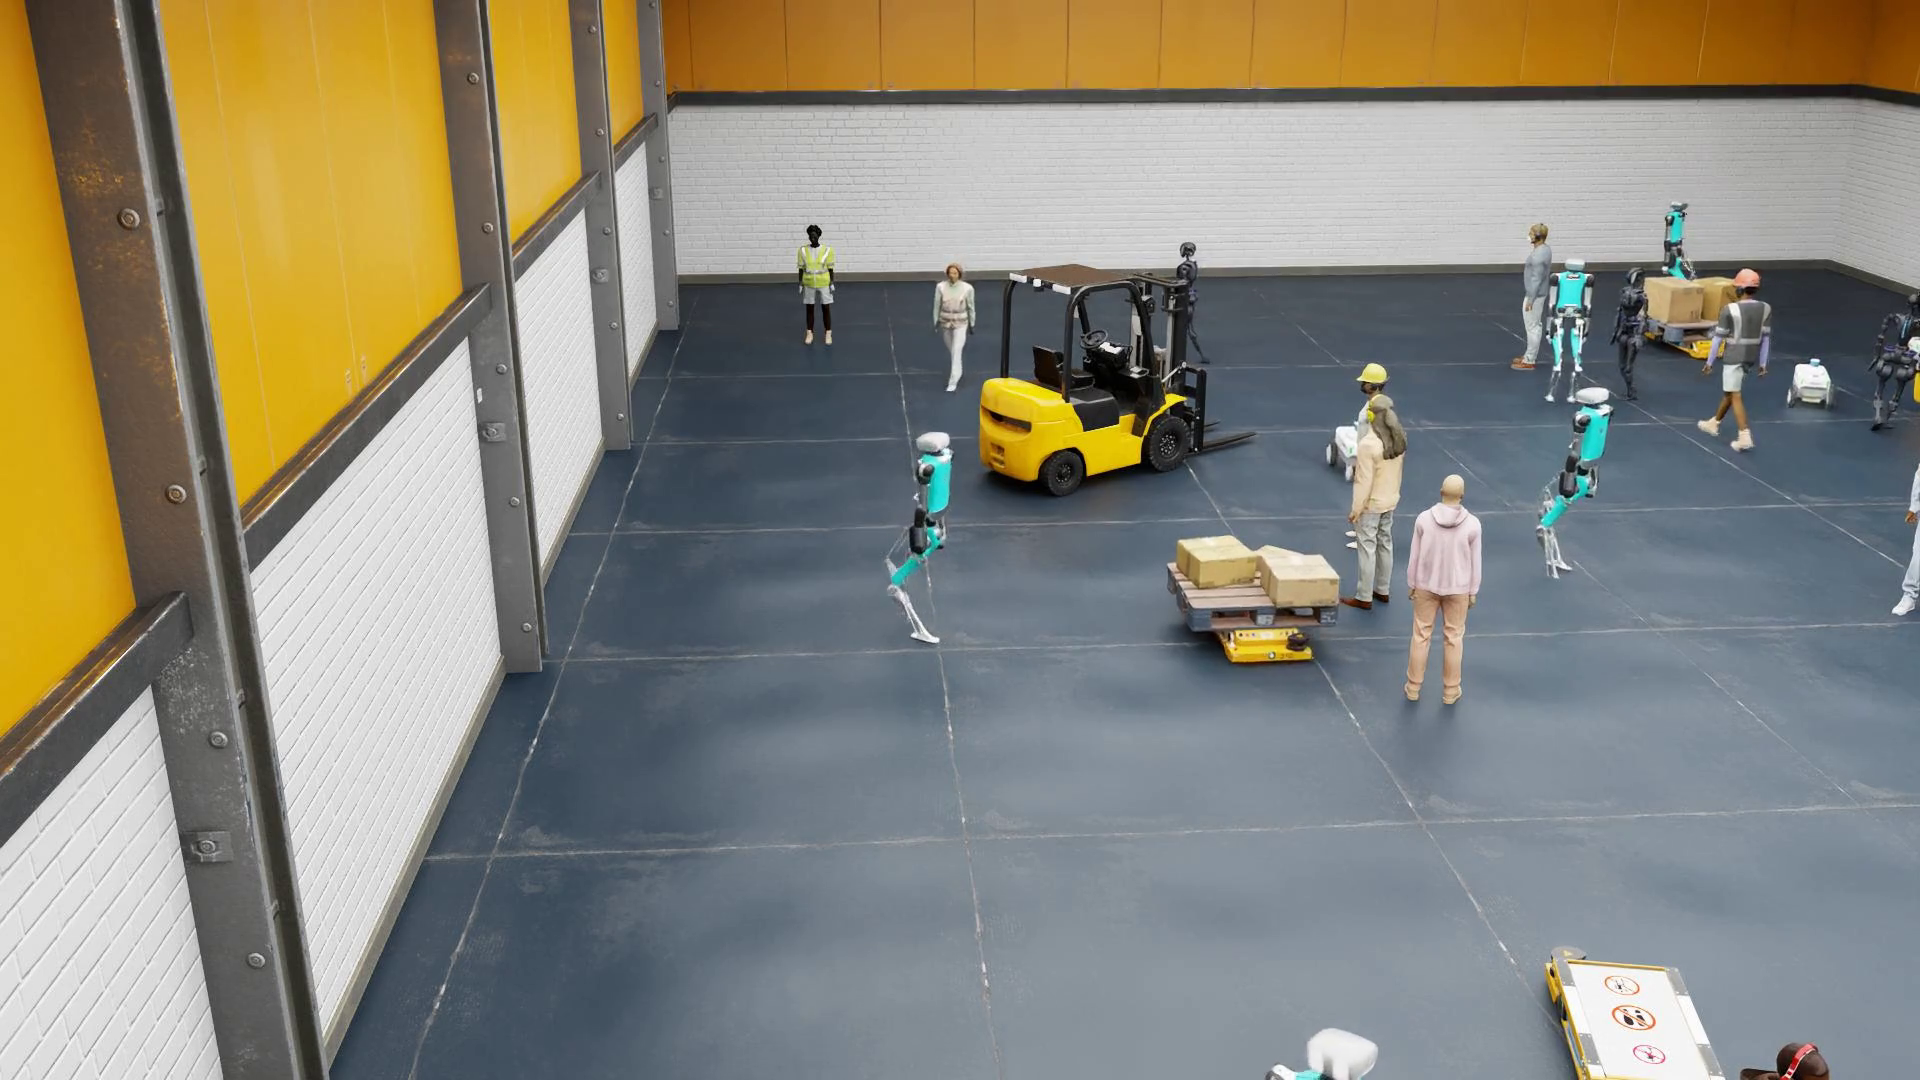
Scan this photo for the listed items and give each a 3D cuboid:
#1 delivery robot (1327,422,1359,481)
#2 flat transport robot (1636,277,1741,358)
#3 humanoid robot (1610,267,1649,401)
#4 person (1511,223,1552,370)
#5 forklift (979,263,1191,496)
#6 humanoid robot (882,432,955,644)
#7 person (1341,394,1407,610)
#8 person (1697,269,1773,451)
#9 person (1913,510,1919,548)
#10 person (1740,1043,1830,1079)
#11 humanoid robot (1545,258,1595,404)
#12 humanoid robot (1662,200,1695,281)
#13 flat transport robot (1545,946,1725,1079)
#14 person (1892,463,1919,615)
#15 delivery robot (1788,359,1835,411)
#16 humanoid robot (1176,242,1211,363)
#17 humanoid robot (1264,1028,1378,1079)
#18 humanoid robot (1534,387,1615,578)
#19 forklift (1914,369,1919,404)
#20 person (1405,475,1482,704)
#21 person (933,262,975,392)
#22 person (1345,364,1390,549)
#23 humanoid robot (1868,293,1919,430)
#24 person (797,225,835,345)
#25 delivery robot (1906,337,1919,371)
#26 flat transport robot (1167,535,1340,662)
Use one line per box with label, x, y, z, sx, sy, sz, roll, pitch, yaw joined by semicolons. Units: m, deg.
delivery robot;4.260;-0.973;17.870;0.499;0.598;0.802;0;20;0
flat transport robot;10.237;-2.800;23.256;0.659;0.231;1.431;-3;20;-8
humanoid robot;8.345;-2.547;20.562;0.447;1.660;0.601;-6;21;-15
person;7.566;-3.207;21.946;0.376;1.940;0.627;9;22;24
forklift;1.315;-1.764;17.646;2.313;2.155;1.214;-14;24;-33
humanoid robot;-0.434;-0.015;13.652;0.780;1.844;0.530;8;22;22
person;3.551;-0.318;14.166;0.565;1.874;0.391;-15;25;-36
person;8.777;-2.039;18.699;0.613;1.993;1.069;-5;21;-12
person;9.219;-0.768;15.401;0.819;1.864;0.418;-7;21;-19
person;3.102;2.630;6.449;0.471;1.650;0.309;-18;27;-40
humanoid robot;7.446;-2.521;20.339;0.530;1.751;0.731;4;21;11
humanoid robot;10.758;-4.118;24.718;0.704;1.791;0.541;17;26;39
flat transport robot;3.477;2.598;8.549;0.659;0.231;1.431;3;20;8
person;8.274;-0.251;13.919;0.587;1.920;0.391;15;25;36
delivery robot;10.456;-1.904;20.425;0.499;0.612;0.815;7;21;19
humanoid robot;3.017;-3.183;22.339;0.797;1.625;0.601;6;21;17
humanoid robot;1.558;2.548;6.587;0.537;1.772;0.970;12;23;29
humanoid robot;5.408;-0.527;14.944;0.531;1.806;0.695;-17;26;-38
forklift;12.602;-2.435;19.475;2.313;2.155;1.214;-1;20;-4
person;3.598;0.376;12.403;0.534;1.783;0.399;6;21;17
person;-0.066;-2.759;21.205;0.519;1.602;0.846;6;21;17
person;3.826;-0.787;15.598;0.313;1.769;0.523;5;21;12
humanoid robot;10.804;-2.045;19.183;0.597;1.635;0.489;17;26;38
person;-2.014;-3.578;23.311;0.534;1.693;0.320;1;20;4
delivery robot;12.928;-2.511;22.029;0.749;0.577;0.512;0;20;0
flat transport robot;2.410;0.647;13.864;0.659;0.231;1.431;-2;20;-5
